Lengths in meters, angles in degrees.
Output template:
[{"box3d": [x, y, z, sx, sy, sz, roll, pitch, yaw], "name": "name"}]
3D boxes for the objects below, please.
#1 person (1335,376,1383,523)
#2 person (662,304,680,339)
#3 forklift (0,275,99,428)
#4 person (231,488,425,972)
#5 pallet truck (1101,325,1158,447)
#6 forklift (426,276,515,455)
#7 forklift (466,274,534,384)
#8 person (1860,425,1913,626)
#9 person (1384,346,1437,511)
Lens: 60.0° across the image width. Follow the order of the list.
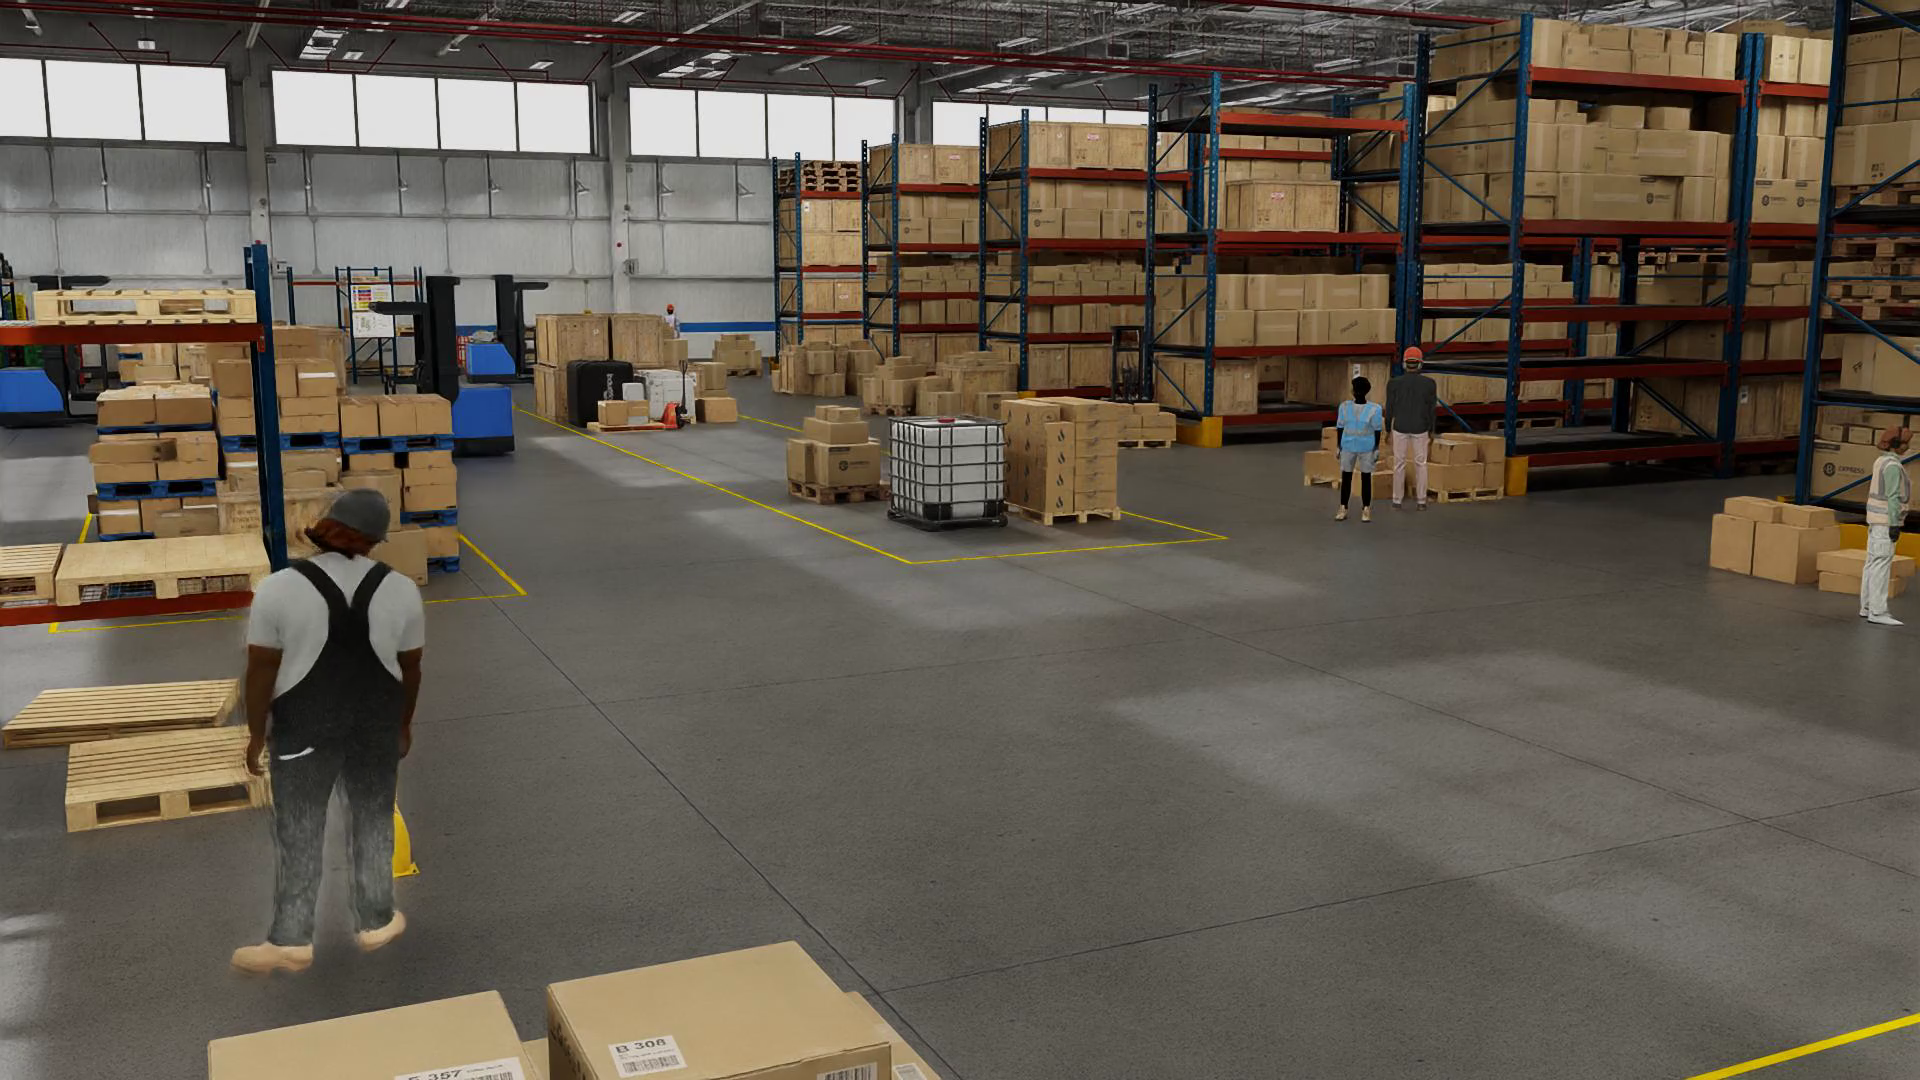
[{"box3d": [4.604, -1.045, 19.241, 0.529, 1.694, 0.321, 4, 10, 23], "name": "person"}, {"box3d": [-8.642, -6.074, 49.689, 0.547, 1.937, 0.377, -1, 9, -5], "name": "person"}, {"box3d": [-17.011, -3.559, 31.168, 1.873, 2.768, 1.129, -4, 10, -25], "name": "forklift"}, {"box3d": [-2.716, 0.750, 7.034, 0.860, 2.000, 0.537, -6, 11, -33], "name": "person"}, {"box3d": [2.881, -2.596, 27.923, 0.823, 1.965, 1.885, -1, 9, -7], "name": "pallet truck"}, {"box3d": [-8.069, -2.737, 26.069, 1.873, 2.768, 1.129, -4, 10, -25], "name": "forklift"}, {"box3d": [-11.570, -5.352, 42.295, 1.873, 2.768, 1.129, -4, 10, -25], "name": "forklift"}, {"box3d": [7.632, -0.125, 13.706, 0.308, 1.639, 0.510, 3, 10, 16], "name": "person"}, {"box3d": [5.441, -1.337, 20.118, 0.613, 1.995, 0.390, 2, 9, 10], "name": "person"}]
